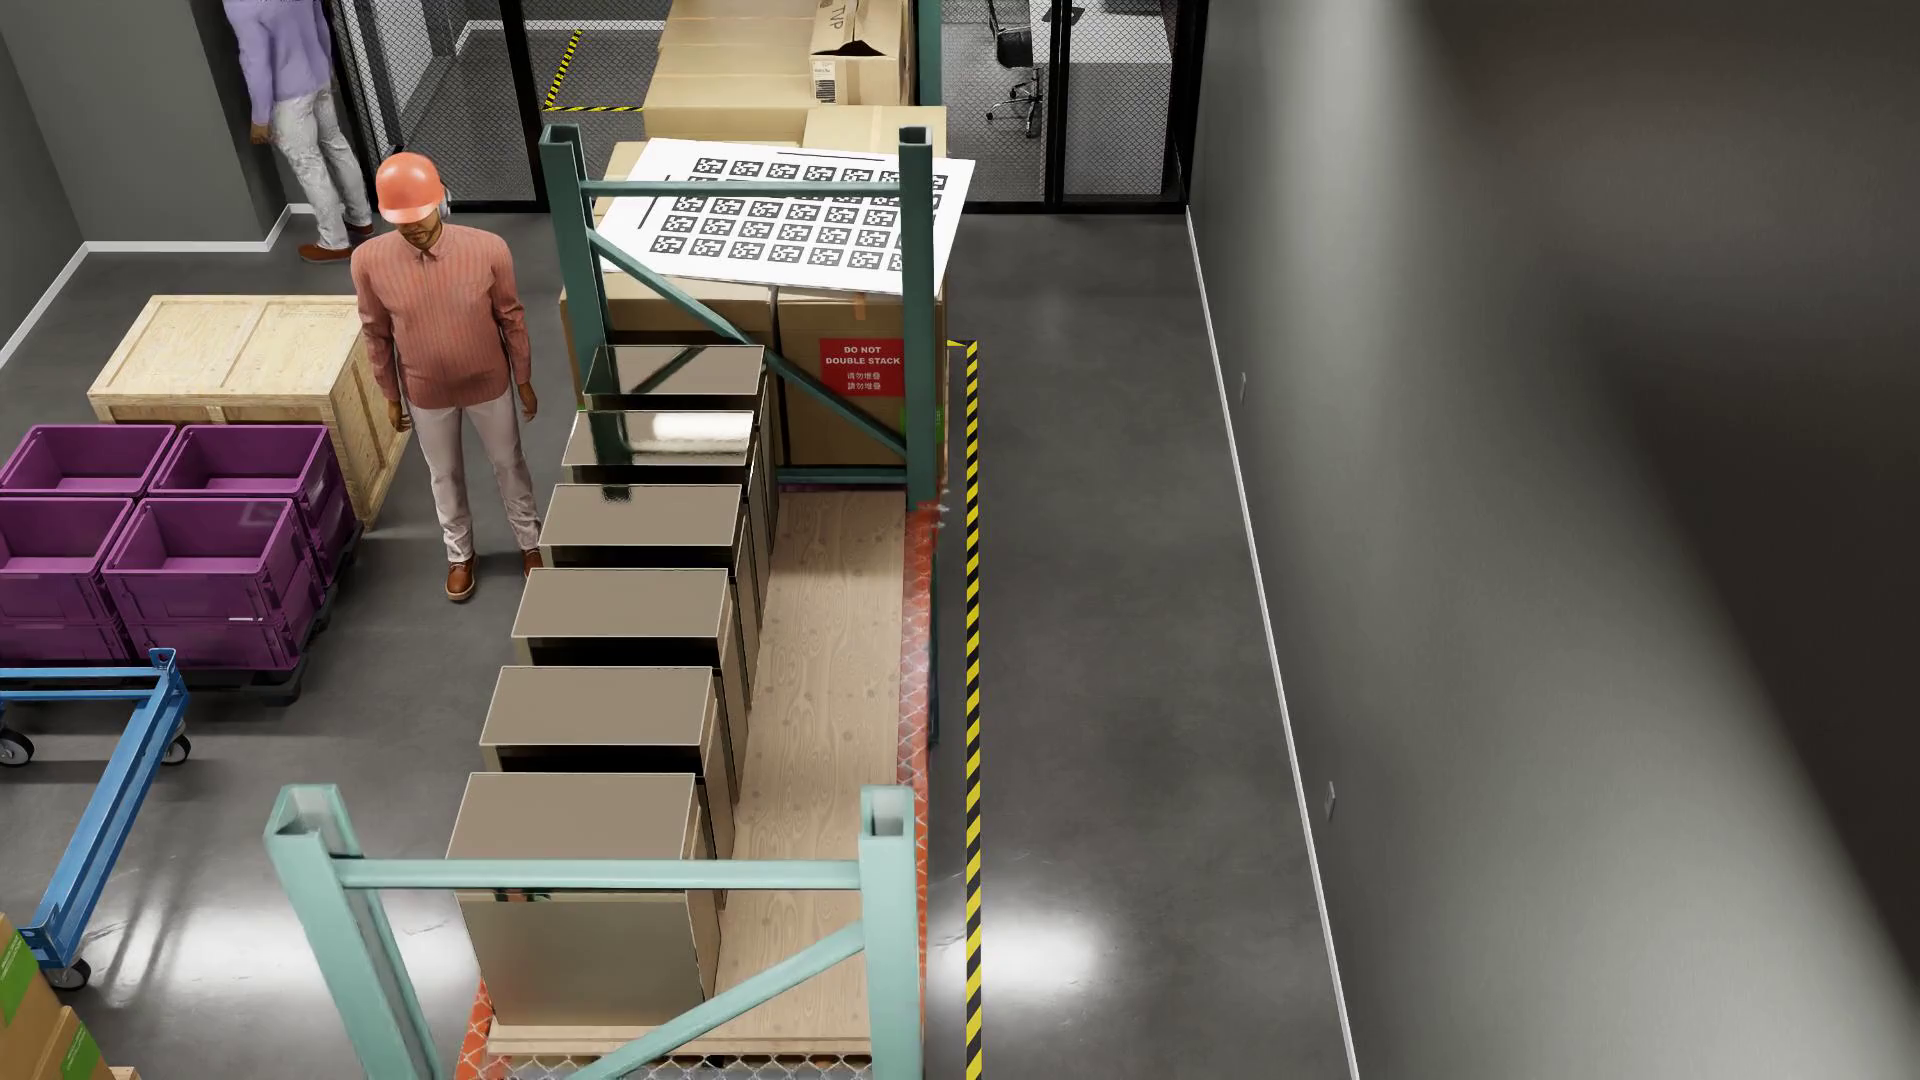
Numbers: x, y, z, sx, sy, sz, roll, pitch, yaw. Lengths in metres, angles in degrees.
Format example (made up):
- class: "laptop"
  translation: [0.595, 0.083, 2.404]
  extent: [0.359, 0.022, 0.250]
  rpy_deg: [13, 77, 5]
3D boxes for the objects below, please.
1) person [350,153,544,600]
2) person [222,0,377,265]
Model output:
- class: "person"
  translation: [-1.979, -0.618, 6.551]
  extent: [0.612, 1.995, 0.382]
  rpy_deg: [-10, 42, -11]
- class: "person"
  translation: [-3.422, -2.318, 8.545]
  extent: [0.366, 1.934, 0.668]
  rpy_deg: [10, 42, 11]
